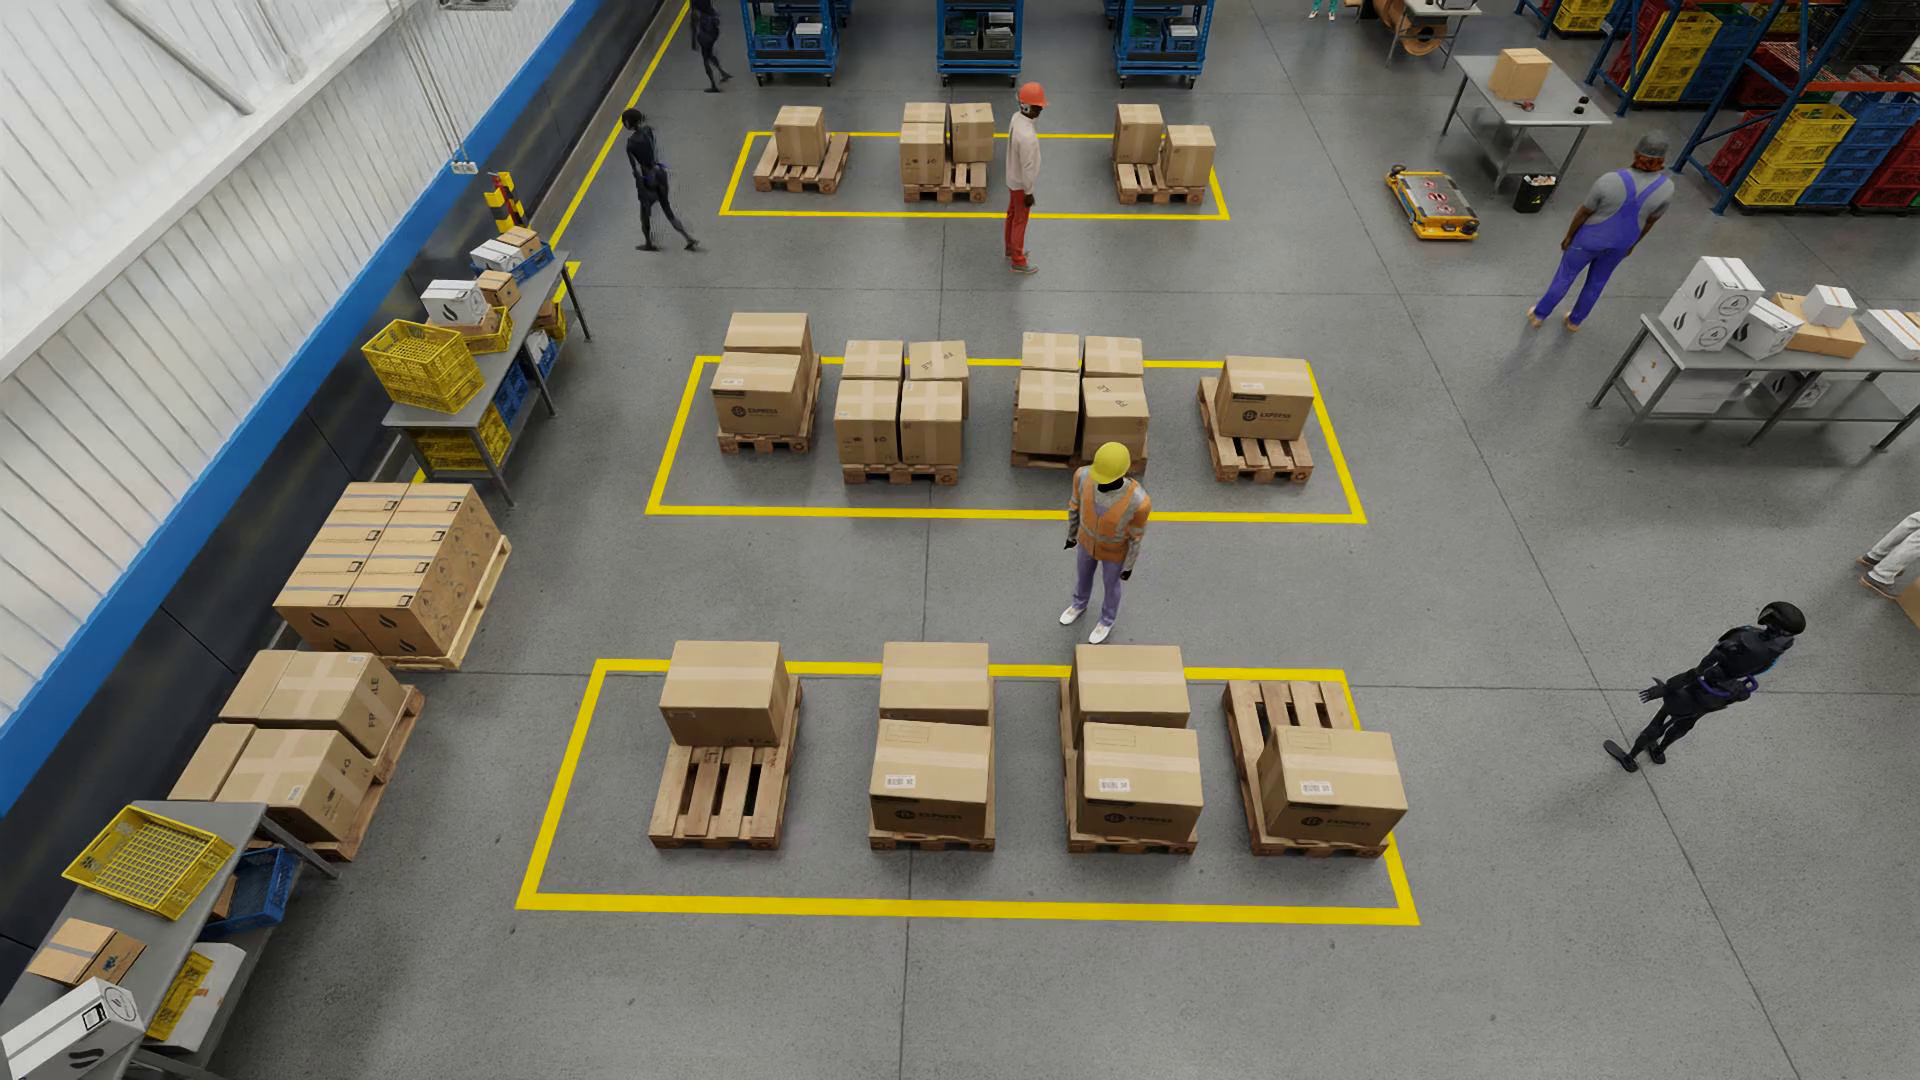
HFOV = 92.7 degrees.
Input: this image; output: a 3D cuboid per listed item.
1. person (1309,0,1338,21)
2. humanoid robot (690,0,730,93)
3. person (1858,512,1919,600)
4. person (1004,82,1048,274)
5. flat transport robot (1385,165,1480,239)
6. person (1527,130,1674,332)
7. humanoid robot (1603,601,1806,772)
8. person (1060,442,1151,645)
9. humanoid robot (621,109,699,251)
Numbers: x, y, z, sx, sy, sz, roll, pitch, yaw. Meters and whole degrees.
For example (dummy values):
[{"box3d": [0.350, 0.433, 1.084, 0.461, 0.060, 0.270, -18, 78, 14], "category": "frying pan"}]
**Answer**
[{"box3d": [6.013, -9.238, 14.538, 0.531, 1.768, 0.309, 14, 50, 11], "category": "person"}, {"box3d": [-3.543, -7.126, 12.769, 0.357, 1.651, 0.639, 12, 50, 10], "category": "humanoid robot"}, {"box3d": [7.439, -0.310, 6.734, 0.352, 1.882, 0.579, 27, 54, 22], "category": "person"}, {"box3d": [0.675, -3.802, 9.687, 0.388, 1.989, 0.610, -7, 49, -6], "category": "person"}, {"box3d": [5.692, -4.094, 11.059, 0.652, 0.197, 1.431, 1, 49, 1], "category": "flat transport robot"}, {"box3d": [6.271, -2.984, 8.946, 0.678, 2.000, 0.535, 12, 50, 10], "category": "person"}, {"box3d": [4.701, 0.925, 5.792, 0.586, 1.657, 0.330, -9, 50, -8], "category": "humanoid robot"}, {"box3d": [0.984, 0.033, 6.418, 0.579, 1.919, 0.397, 29, 55, 23], "category": "person"}, {"box3d": [-3.356, -3.910, 10.008, 0.695, 1.626, 0.580, 16, 51, 14], "category": "humanoid robot"}]
